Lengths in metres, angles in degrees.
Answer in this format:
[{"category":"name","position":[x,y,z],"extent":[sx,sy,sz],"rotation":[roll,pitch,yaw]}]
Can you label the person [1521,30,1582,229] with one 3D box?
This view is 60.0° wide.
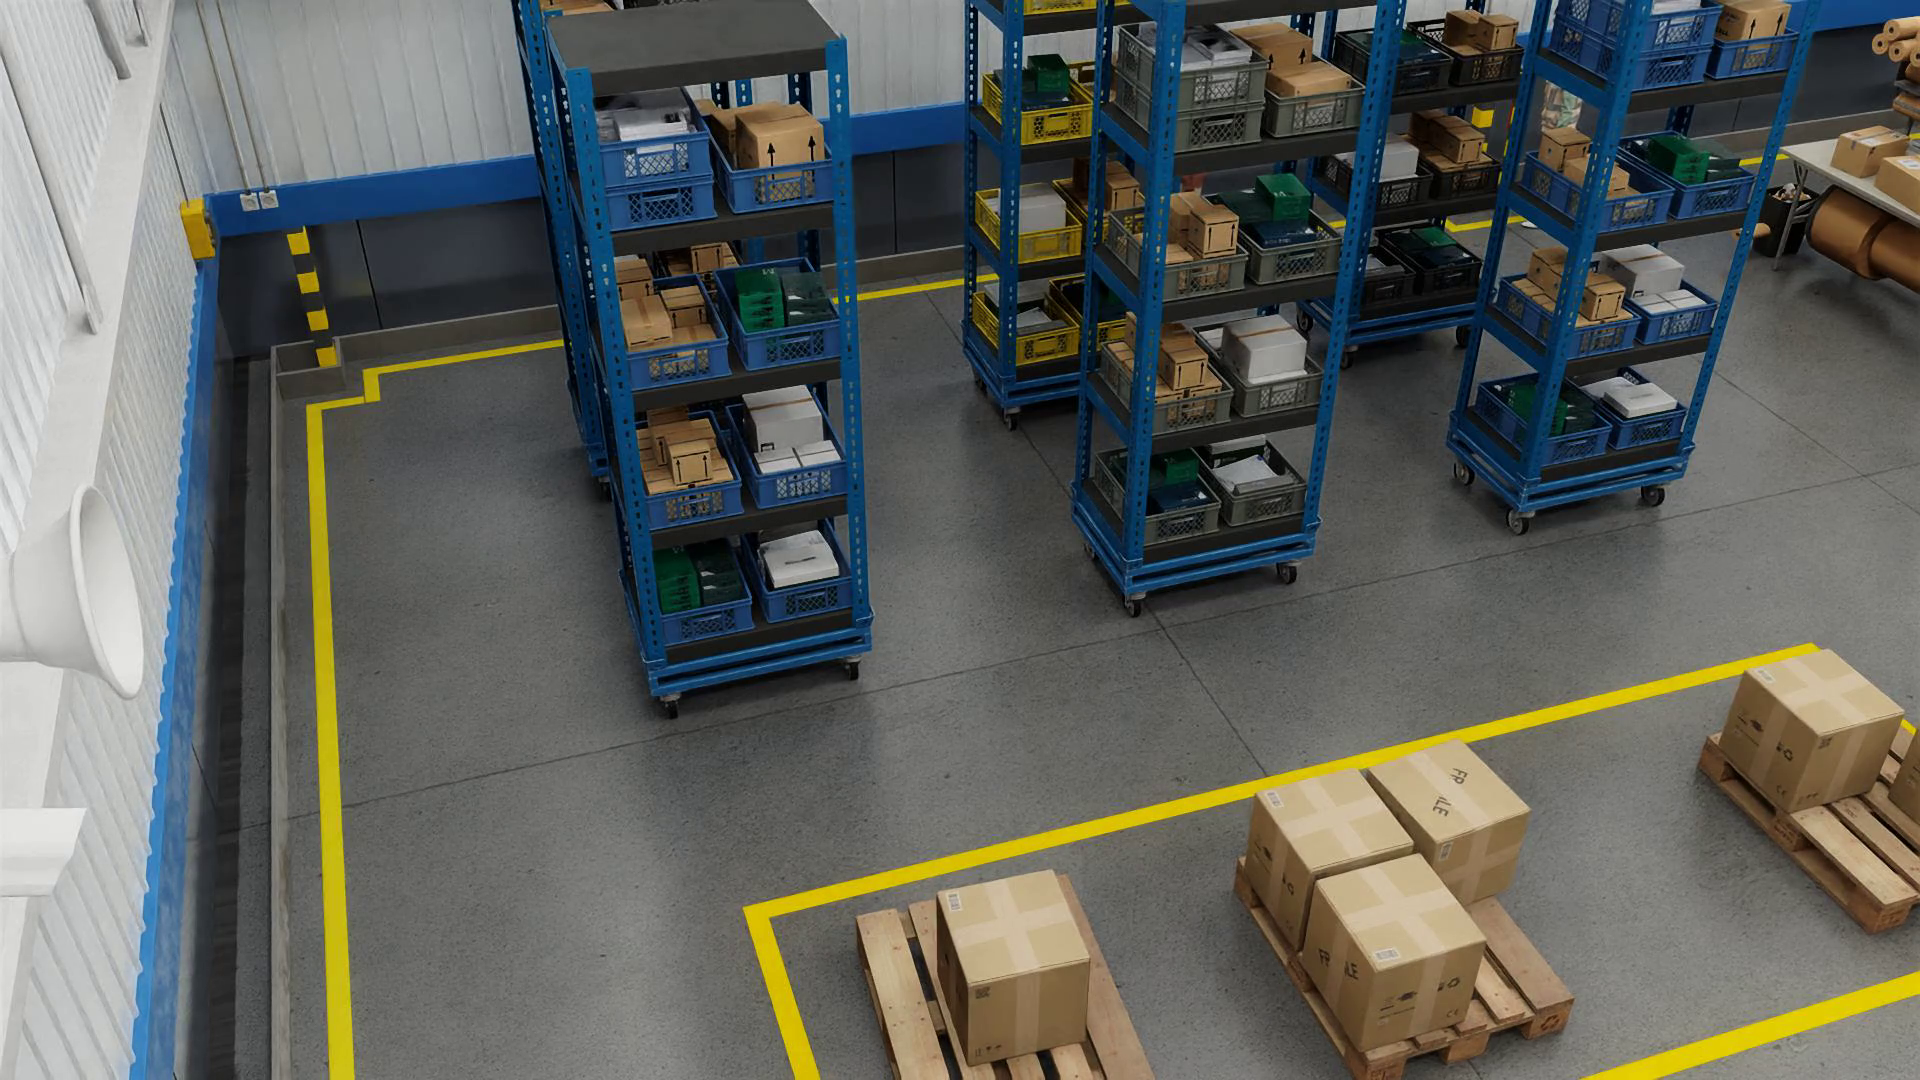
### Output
[{"category":"person","position":[4.887,-3.369,13.624],"extent":[0.306,1.644,0.522],"rotation":[7,36,10]}]
